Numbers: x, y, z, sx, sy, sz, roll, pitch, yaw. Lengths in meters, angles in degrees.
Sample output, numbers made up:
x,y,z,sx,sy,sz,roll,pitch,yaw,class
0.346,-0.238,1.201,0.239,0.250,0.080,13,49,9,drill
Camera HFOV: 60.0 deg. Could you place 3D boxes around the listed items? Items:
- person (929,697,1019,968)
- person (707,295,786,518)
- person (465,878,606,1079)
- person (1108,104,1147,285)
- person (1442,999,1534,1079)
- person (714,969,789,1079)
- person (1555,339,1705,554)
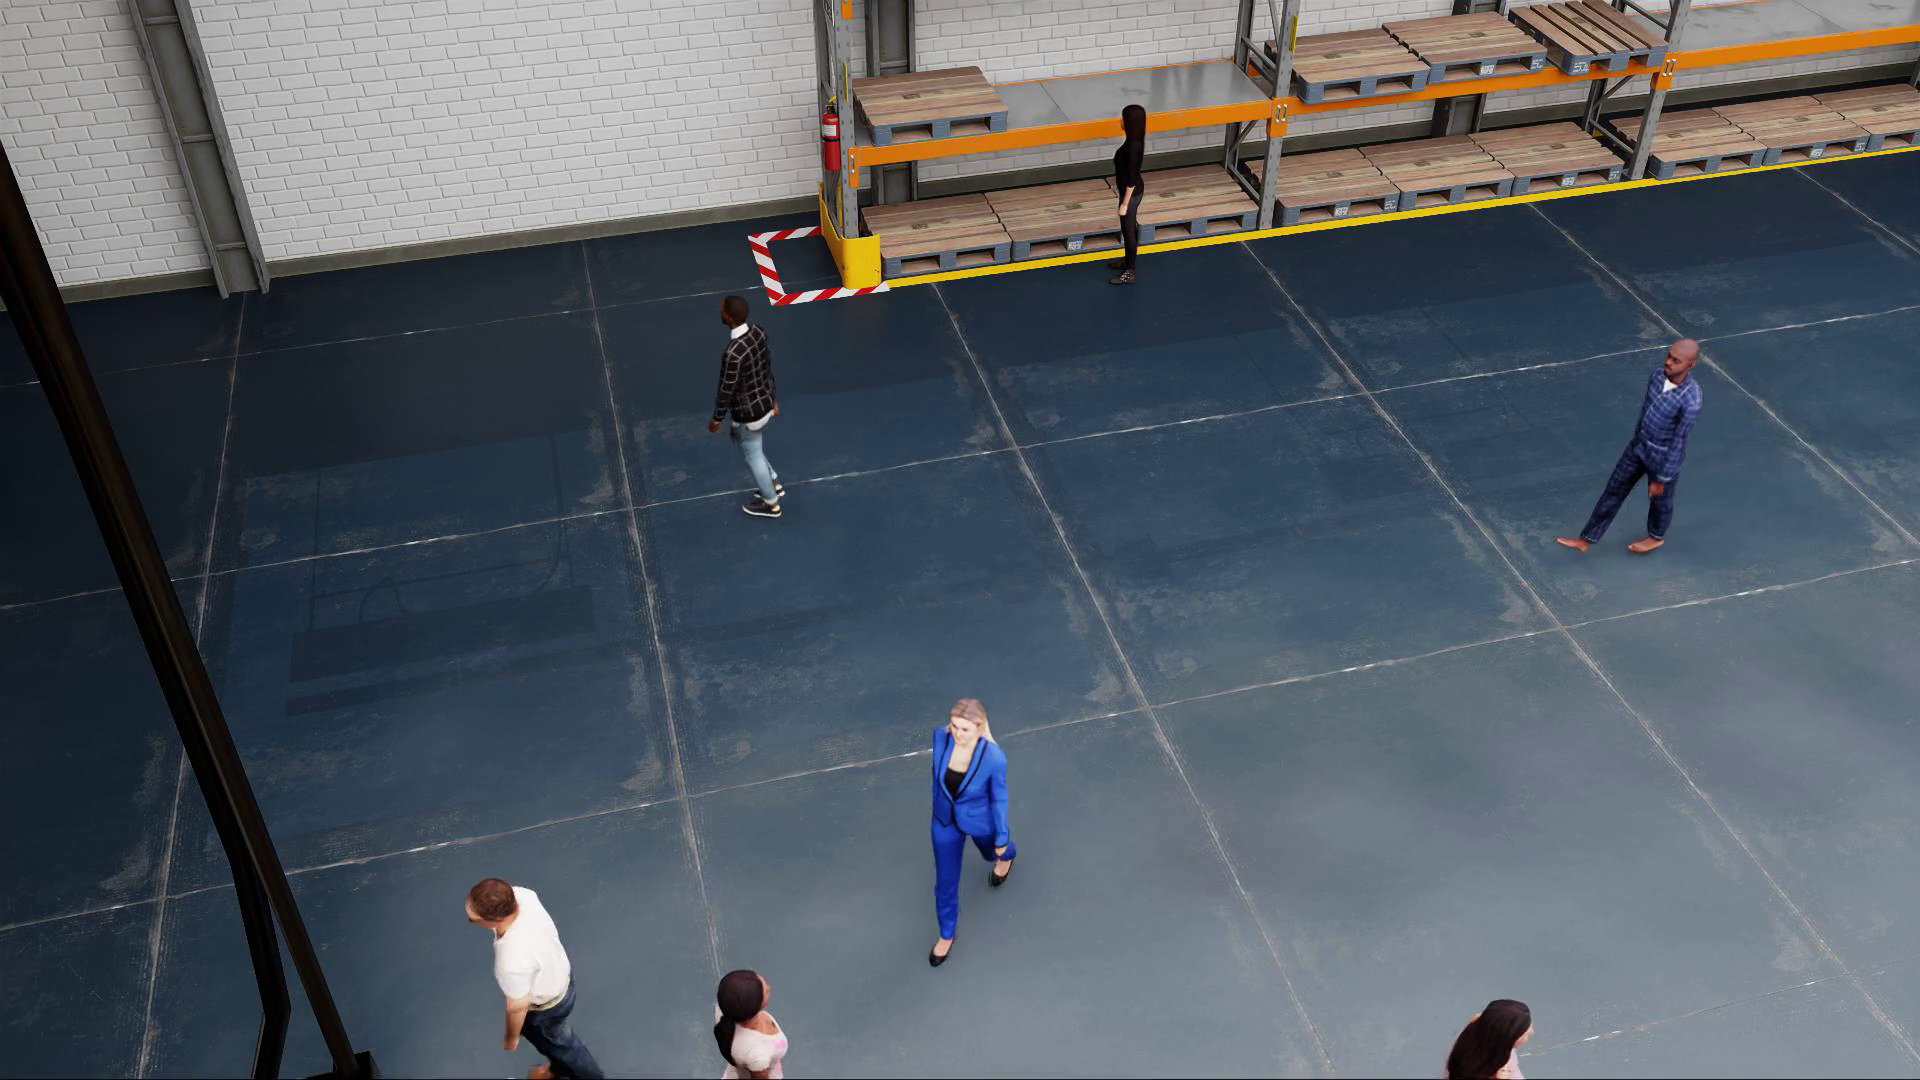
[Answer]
x,y,z,sx,sy,sz,roll,pitch,yaw,class
0.099,1.455,8.958,1.129,1.665,1.155,16,41,19,person
-1.404,-0.892,11.787,0.838,1.802,0.799,12,40,15,person
-1.897,2.175,7.931,0.703,1.822,0.764,-3,39,-4,person
1.502,-3.046,14.612,0.613,1.642,0.633,4,39,5,person
2.171,2.620,7.389,0.656,1.802,0.680,-1,39,-2,person
-1.018,2.560,7.545,1.222,1.701,0.872,-25,45,-28,person
4.865,-0.617,11.464,1.110,1.776,0.742,-13,40,-15,person
